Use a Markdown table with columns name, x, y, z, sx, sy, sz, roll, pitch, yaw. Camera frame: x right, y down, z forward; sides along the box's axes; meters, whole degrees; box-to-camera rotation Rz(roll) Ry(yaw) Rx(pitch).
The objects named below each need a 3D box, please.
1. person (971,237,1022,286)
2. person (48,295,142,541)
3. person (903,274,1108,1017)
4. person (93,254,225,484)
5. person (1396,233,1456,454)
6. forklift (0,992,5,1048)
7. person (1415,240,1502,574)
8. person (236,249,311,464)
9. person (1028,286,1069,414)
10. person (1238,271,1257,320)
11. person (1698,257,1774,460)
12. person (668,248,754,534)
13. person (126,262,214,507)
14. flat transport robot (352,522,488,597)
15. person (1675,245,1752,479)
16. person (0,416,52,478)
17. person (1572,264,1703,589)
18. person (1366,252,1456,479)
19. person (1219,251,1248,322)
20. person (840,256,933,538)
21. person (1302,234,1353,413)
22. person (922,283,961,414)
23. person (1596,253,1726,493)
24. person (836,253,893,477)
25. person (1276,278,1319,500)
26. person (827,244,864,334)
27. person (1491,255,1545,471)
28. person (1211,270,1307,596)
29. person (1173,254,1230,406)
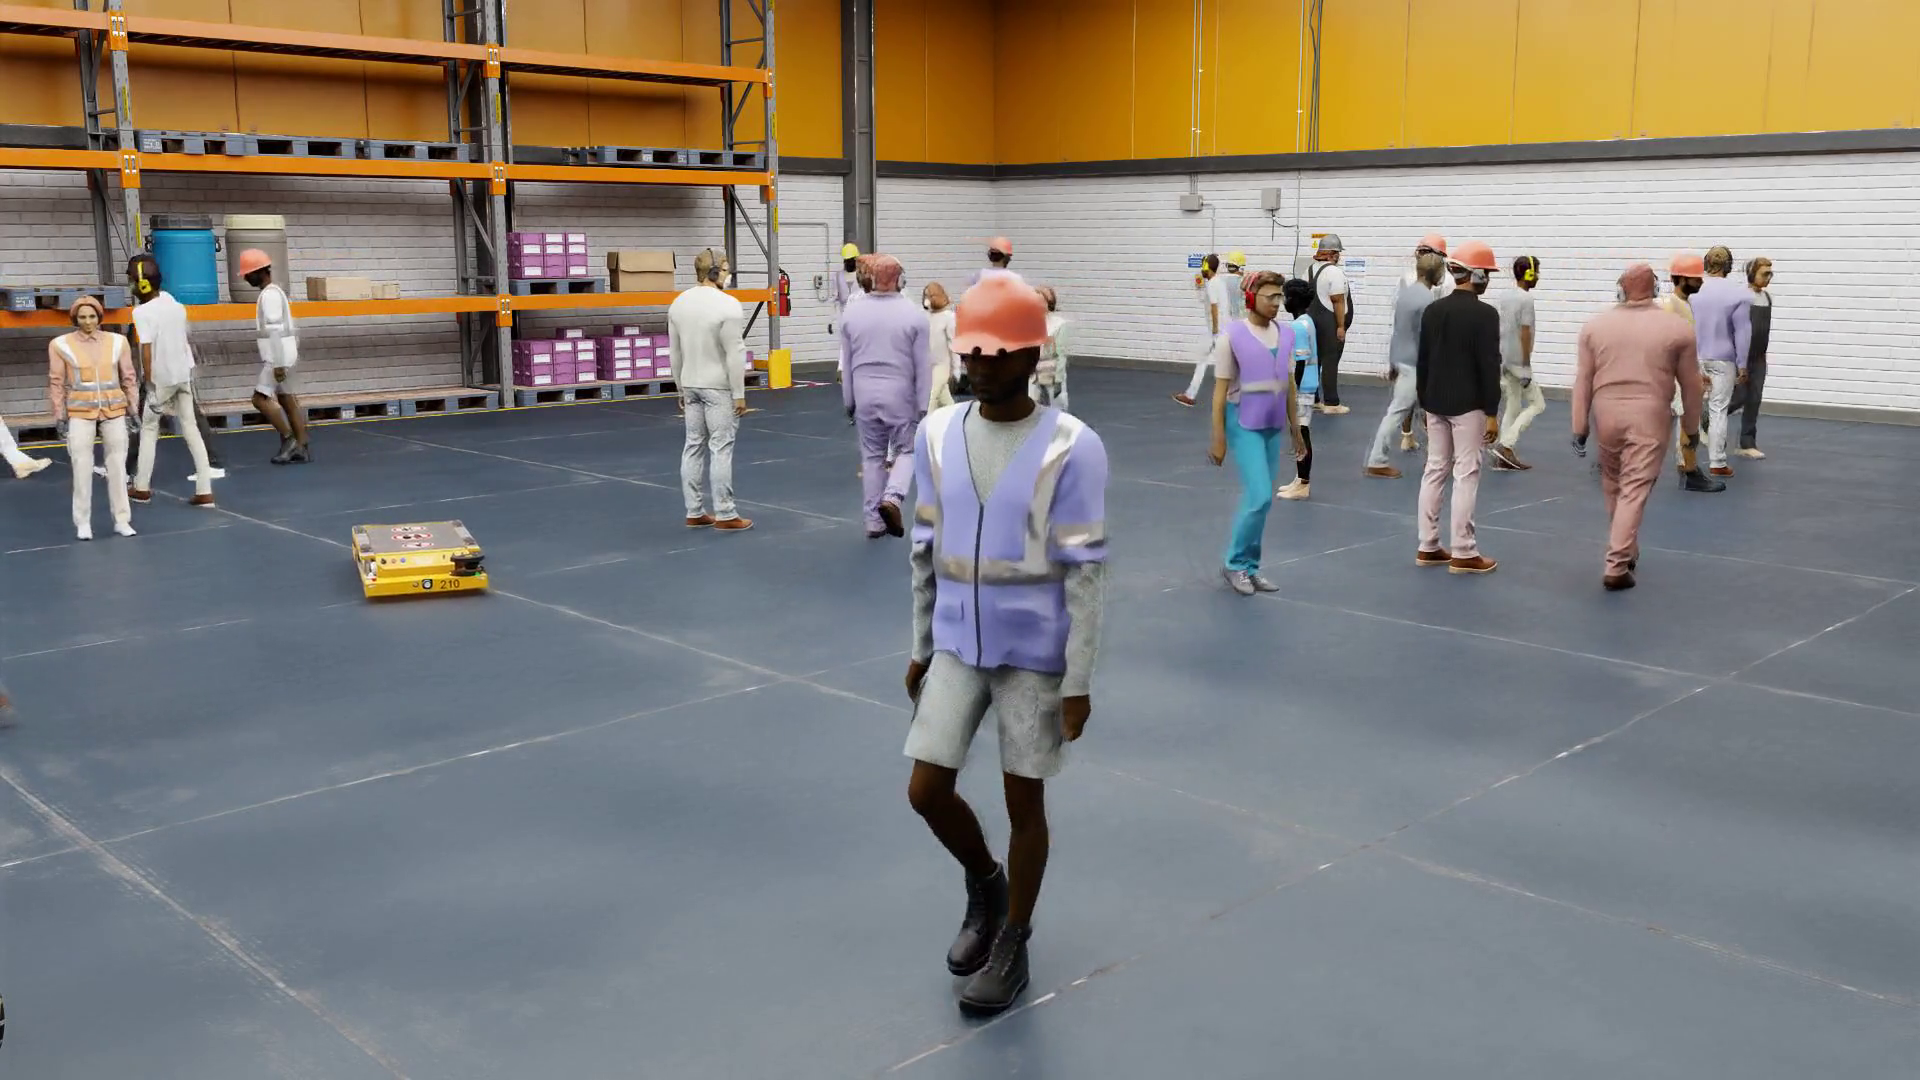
| name | x | y | z | sx | sy | sz | roll | pitch | yaw |
| --- | --- | --- | --- | --- | --- | --- | --- | --- | --- |
| person | 0.415 | -2.335 | 18.406 | 0.638 | 1.985 | 1.041 | 4 | 11 | 19 |
| person | -5.777 | -0.821 | 11.135 | 0.529 | 1.630 | 0.348 | -9 | 14 | -40 |
| person | 0.094 | 0.287 | 4.292 | 0.579 | 1.924 | 0.400 | 5 | 12 | 26 |
| person | -6.557 | -1.378 | 13.552 | 0.597 | 1.859 | 1.027 | 9 | 14 | 41 |
| person | 4.335 | -1.813 | 15.442 | 0.606 | 2.039 | 0.381 | 10 | 14 | 43 |
| forklift | -3.245 | 0.323 | 3.363 | 2.313 | 2.155 | 1.214 | 2 | 11 | 13 |
| person | 3.026 | -0.799 | 10.034 | 0.400 | 1.989 | 0.623 | -5 | 12 | -27 |
| person | -5.980 | -1.578 | 14.528 | 0.544 | 1.900 | 0.642 | -4 | 11 | -20 |
| person | 0.672 | -1.342 | 14.081 | 0.520 | 1.583 | 0.879 | 9 | 14 | 42 |
| person | 3.156 | -2.100 | 18.109 | 0.283 | 1.631 | 0.503 | -1 | 10 | -7 |
| person | 7.121 | -1.662 | 15.179 | 0.510 | 1.833 | 0.614 | -5 | 11 | -24 |
| person | -1.705 | -1.010 | 11.341 | 0.629 | 1.936 | 0.371 | 7 | 13 | 35 |
| person | -5.989 | -1.155 | 12.438 | 0.954 | 1.818 | 0.546 | 5 | 12 | 27 |
| flat transport robot | -3.242 | 0.086 | 9.906 | 0.652 | 0.197 | 1.431 | -4 | 11 | -22 |
| person | 6.262 | -1.483 | 13.908 | 0.635 | 1.937 | 0.352 | 9 | 14 | 41 |
| person | -8.071 | -1.347 | 13.577 | 0.978 | 1.787 | 0.653 | -5 | 12 | -27 |
| person | 3.945 | -0.670 | 9.705 | 0.654 | 1.849 | 0.953 | 8 | 13 | 39 |
| person | 3.866 | -1.429 | 13.781 | 1.026 | 1.876 | 0.642 | 0 | 10 | -2 |
| person | 3.362 | -2.614 | 20.364 | 0.599 | 1.832 | 0.404 | 8 | 13 | 36 |
| person | -0.494 | -0.923 | 11.001 | 0.651 | 1.892 | 0.517 | 3 | 11 | 17 |
| person | 4.229 | -2.473 | 19.029 | 0.535 | 2.000 | 0.674 | -5 | 11 | -24 |
| person | -0.222 | -1.608 | 15.564 | 0.874 | 1.584 | 0.520 | -8 | 13 | -37 |
| person | 5.629 | -1.343 | 13.300 | 0.981 | 1.898 | 0.544 | 6 | 12 | 31 |
| person | -0.780 | -1.455 | 13.951 | 0.611 | 1.862 | 0.688 | 9 | 14 | 41 |
| person | 2.587 | -1.153 | 12.761 | 0.317 | 1.698 | 0.540 | 3 | 11 | 16 |
| person | -1.412 | -2.838 | 21.379 | 0.629 | 1.902 | 0.695 | 3 | 11 | 18 |
| person | 4.806 | -1.504 | 14.264 | 0.395 | 1.848 | 0.544 | -2 | 11 | -8 |
| person | 1.697 | -0.596 | 9.375 | 0.579 | 1.831 | 0.490 | -9 | 14 | -41 |
| person | 2.982 | -2.436 | 19.491 | 0.989 | 1.796 | 0.598 | 6 | 12 | 31 |
